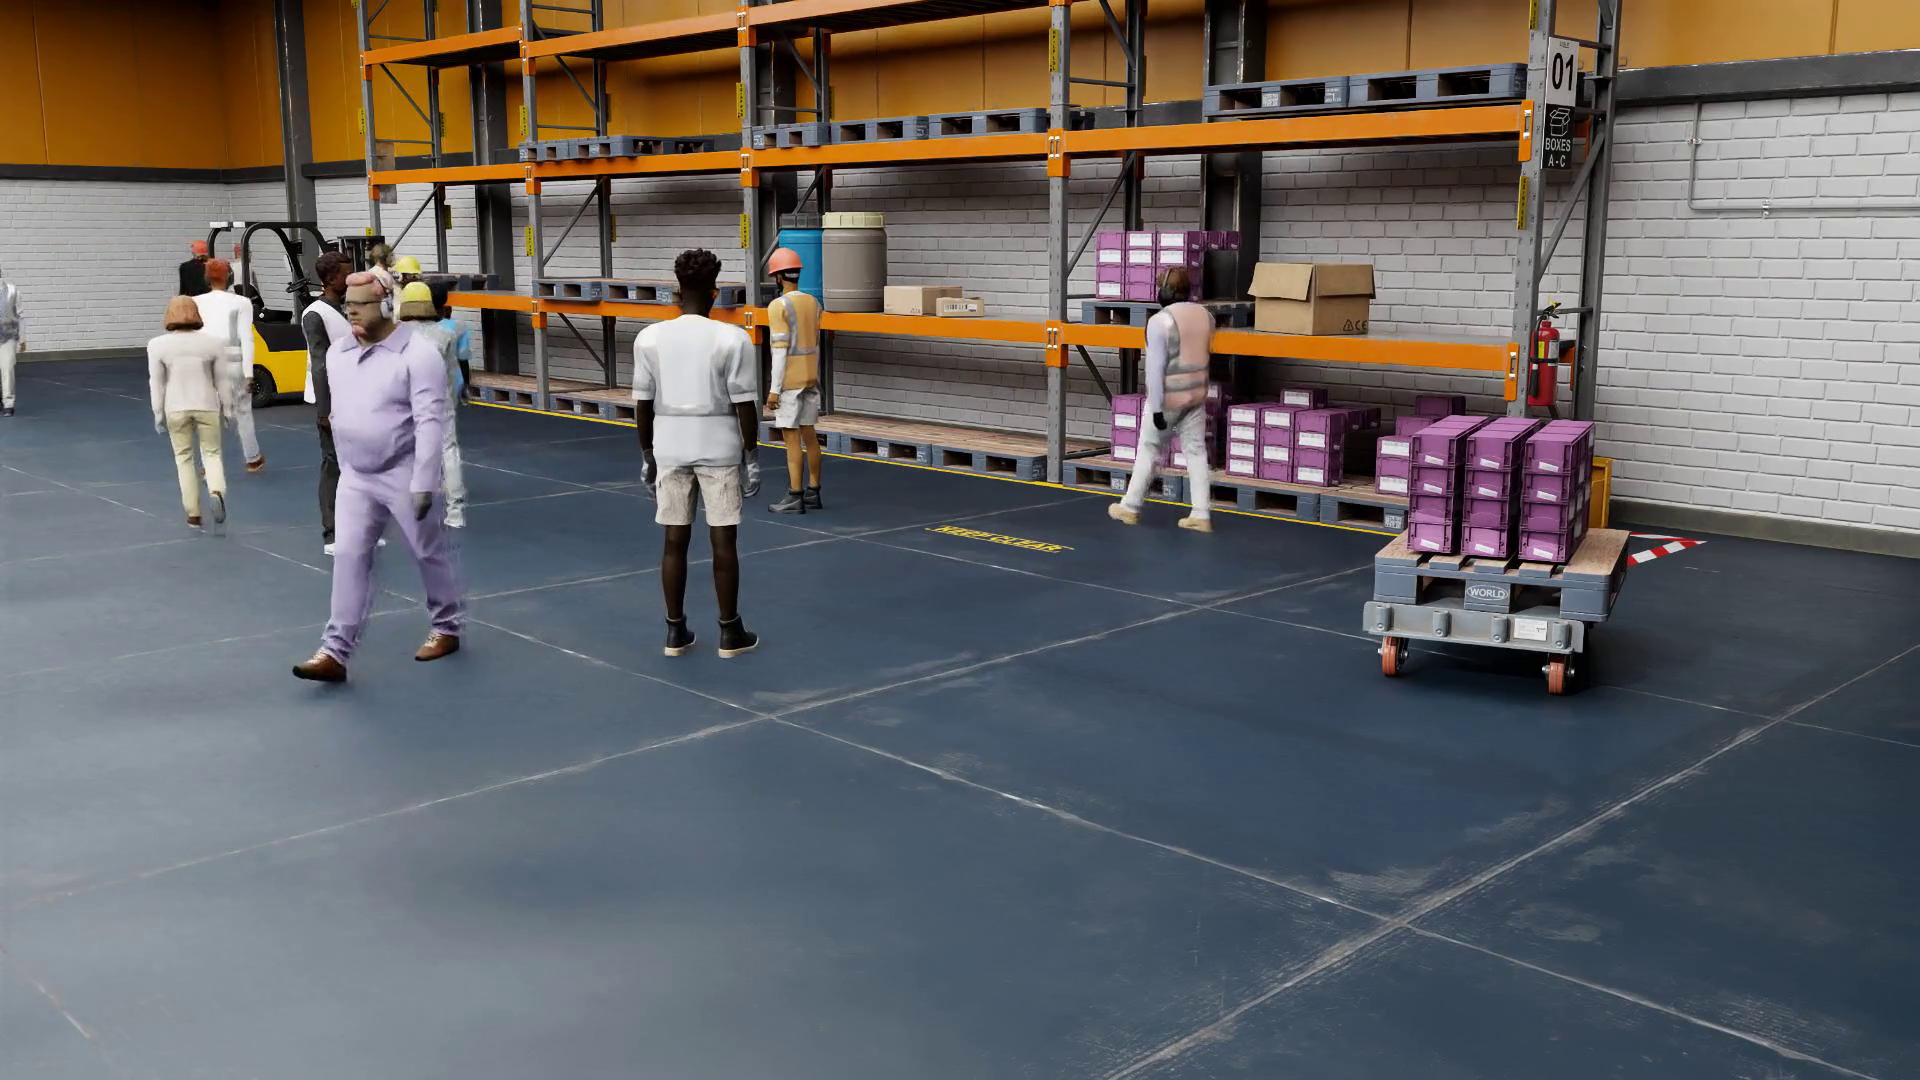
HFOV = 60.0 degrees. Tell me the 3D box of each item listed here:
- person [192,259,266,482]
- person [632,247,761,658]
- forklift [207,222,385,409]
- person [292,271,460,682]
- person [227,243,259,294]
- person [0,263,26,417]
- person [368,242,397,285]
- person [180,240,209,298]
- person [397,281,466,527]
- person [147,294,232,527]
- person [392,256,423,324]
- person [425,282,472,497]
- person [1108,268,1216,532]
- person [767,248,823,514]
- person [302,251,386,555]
[{"bbox_3d":[-6.152,-1.419,13.872,0.591,1.831,0.995,0,10,-3],"label":"person"},{"bbox_3d":[-1.248,-0.410,7.986,0.613,1.961,0.368,2,11,11],"label":"person"},{"bbox_3d":[-8.169,-2.758,20.163,2.313,2.155,1.214,-10,14,-44],"label":"forklift"},{"bbox_3d":[-2.665,-0.292,7.638,0.671,1.849,0.984,3,11,18],"label":"person"},{"bbox_3d":[-10.426,-3.369,24.280,0.642,1.909,0.399,9,14,40],"label":"person"},{"bbox_3d":[-10.839,-2.300,18.711,0.600,1.810,0.631,-6,12,-28],"label":"person"},{"bbox_3d":[-6.476,-2.365,18.721,0.354,1.937,0.635,-7,12,-33],"label":"person"},{"bbox_3d":[-11.180,-3.426,24.500,0.678,1.943,0.460,3,11,16],"label":"person"},{"bbox_3d":[-3.775,-0.957,11.695,0.527,1.692,0.890,-9,13,-39],"label":"person"},{"bbox_3d":[-5.270,-0.869,11.425,0.506,1.621,0.529,-5,12,-28],"label":"person"},{"bbox_3d":[-5.445,-1.896,16.482,0.421,1.819,0.622,8,13,37],"label":"person"},{"bbox_3d":[-4.136,-1.188,13.054,0.545,1.647,0.854,-8,13,-38],"label":"person"},{"bbox_3d":[1.446,-0.971,11.513,0.630,1.819,0.740,-7,13,-34],"label":"person"},{"bbox_3d":[-1.232,-1.150,12.120,0.385,1.928,0.547,6,12,30],"label":"person"},{"bbox_3d":[-3.948,-0.864,10.583,0.388,1.921,0.593,0,10,1],"label":"person"}]
